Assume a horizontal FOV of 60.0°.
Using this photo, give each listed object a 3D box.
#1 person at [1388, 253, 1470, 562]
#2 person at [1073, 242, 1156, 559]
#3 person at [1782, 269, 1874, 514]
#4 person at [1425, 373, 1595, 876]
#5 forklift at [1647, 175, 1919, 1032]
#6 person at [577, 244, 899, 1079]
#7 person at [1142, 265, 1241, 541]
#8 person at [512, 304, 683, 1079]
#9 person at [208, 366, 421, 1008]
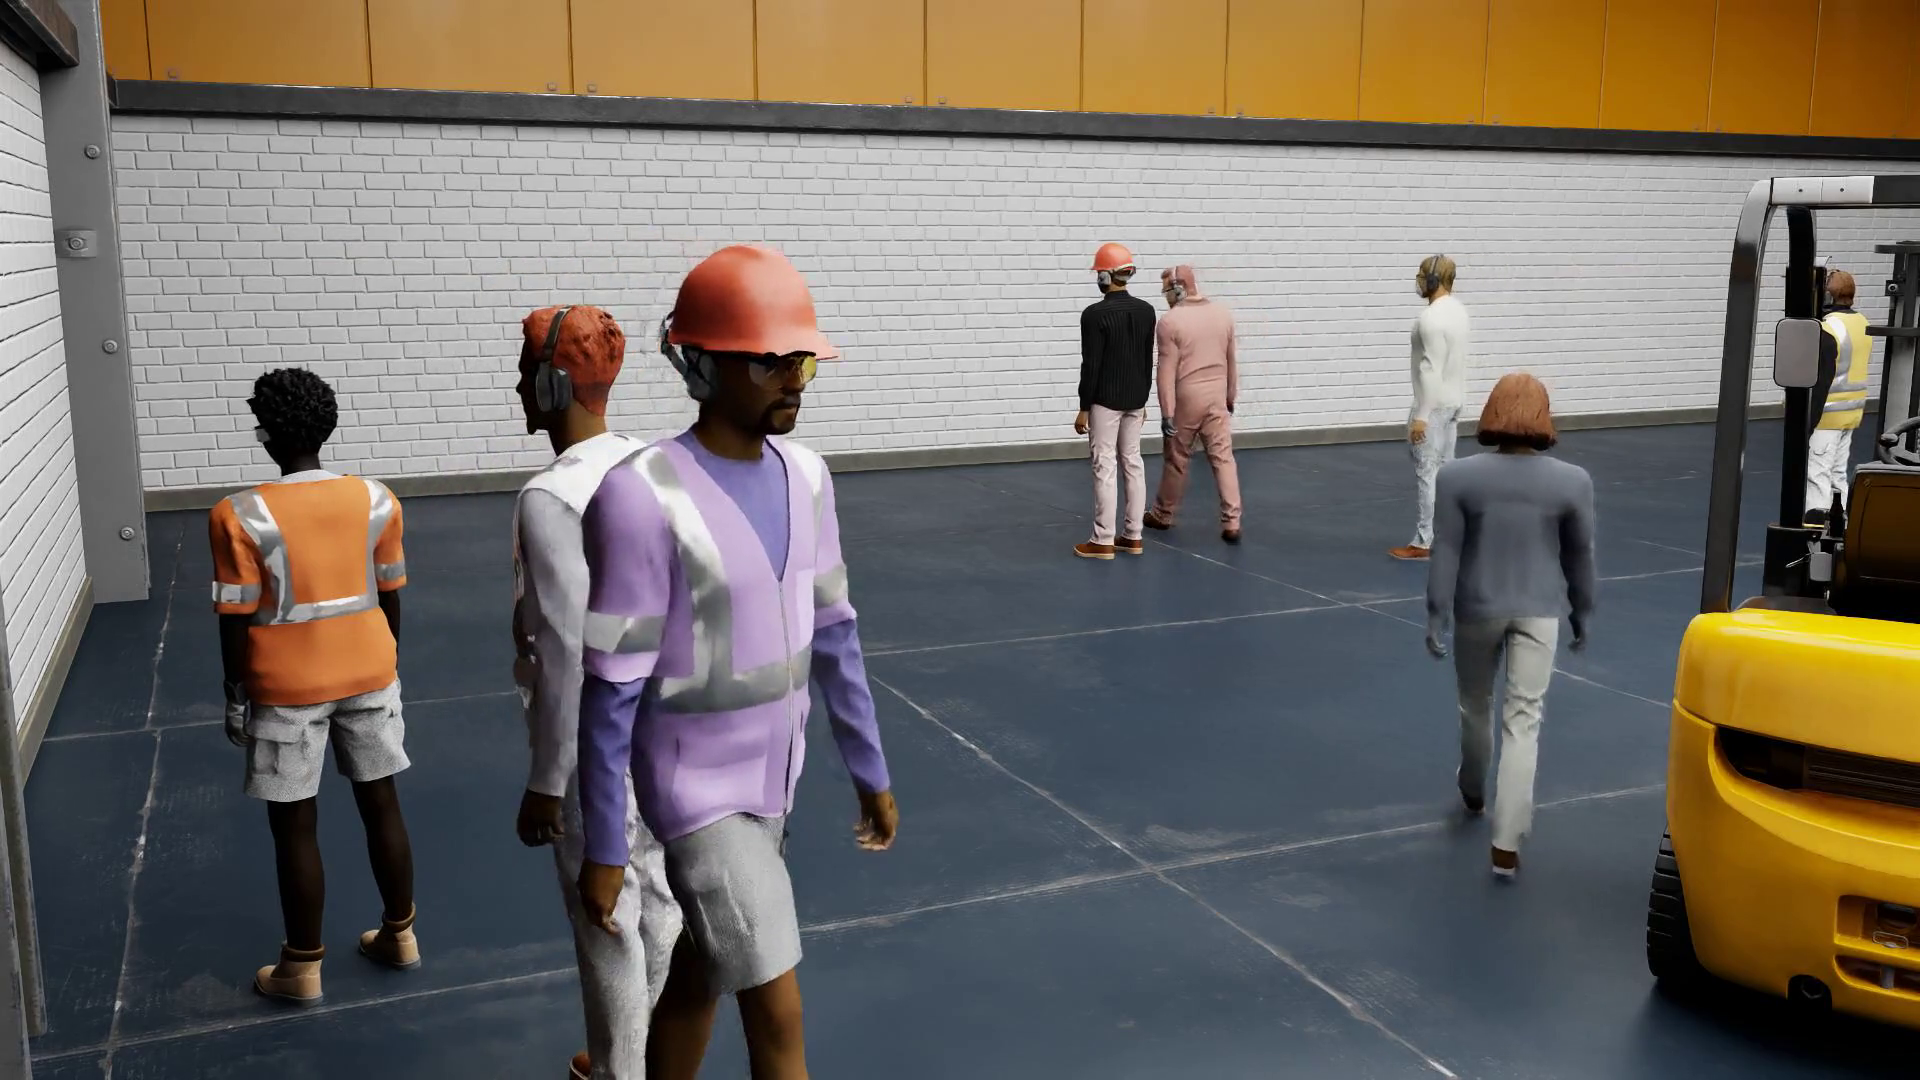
[{"bbox_3d":[2.981,-0.826,10.444,0.354,1.938,0.635,6,12,32],"label":"person"},{"bbox_3d":[0.975,-0.875,10.548,0.612,1.997,0.376,-9,13,-40],"label":"person"},{"bbox_3d":[5.164,-0.693,9.974,0.633,1.841,0.429,-9,14,-40],"label":"person"},{"bbox_3d":[1.811,0.244,5.498,0.523,1.580,0.869,3,11,15],"label":"person"},{"bbox_3d":[2.810,0.094,4.662,1.214,2.155,2.313,7,12,34],"label":"forklift"},{"bbox_3d":[-0.311,0.473,3.092,0.985,1.999,0.640,5,12,27],"label":"person"},{"bbox_3d":[1.598,-0.921,11.230,0.757,1.843,0.984,-5,12,-28],"label":"person"},{"bbox_3d":[-0.803,0.431,3.662,0.358,1.883,0.572,2,11,12],"label":"person"},{"bbox_3d":[-1.713,0.386,4.448,0.321,1.691,0.532,9,14,40],"label":"person"}]
